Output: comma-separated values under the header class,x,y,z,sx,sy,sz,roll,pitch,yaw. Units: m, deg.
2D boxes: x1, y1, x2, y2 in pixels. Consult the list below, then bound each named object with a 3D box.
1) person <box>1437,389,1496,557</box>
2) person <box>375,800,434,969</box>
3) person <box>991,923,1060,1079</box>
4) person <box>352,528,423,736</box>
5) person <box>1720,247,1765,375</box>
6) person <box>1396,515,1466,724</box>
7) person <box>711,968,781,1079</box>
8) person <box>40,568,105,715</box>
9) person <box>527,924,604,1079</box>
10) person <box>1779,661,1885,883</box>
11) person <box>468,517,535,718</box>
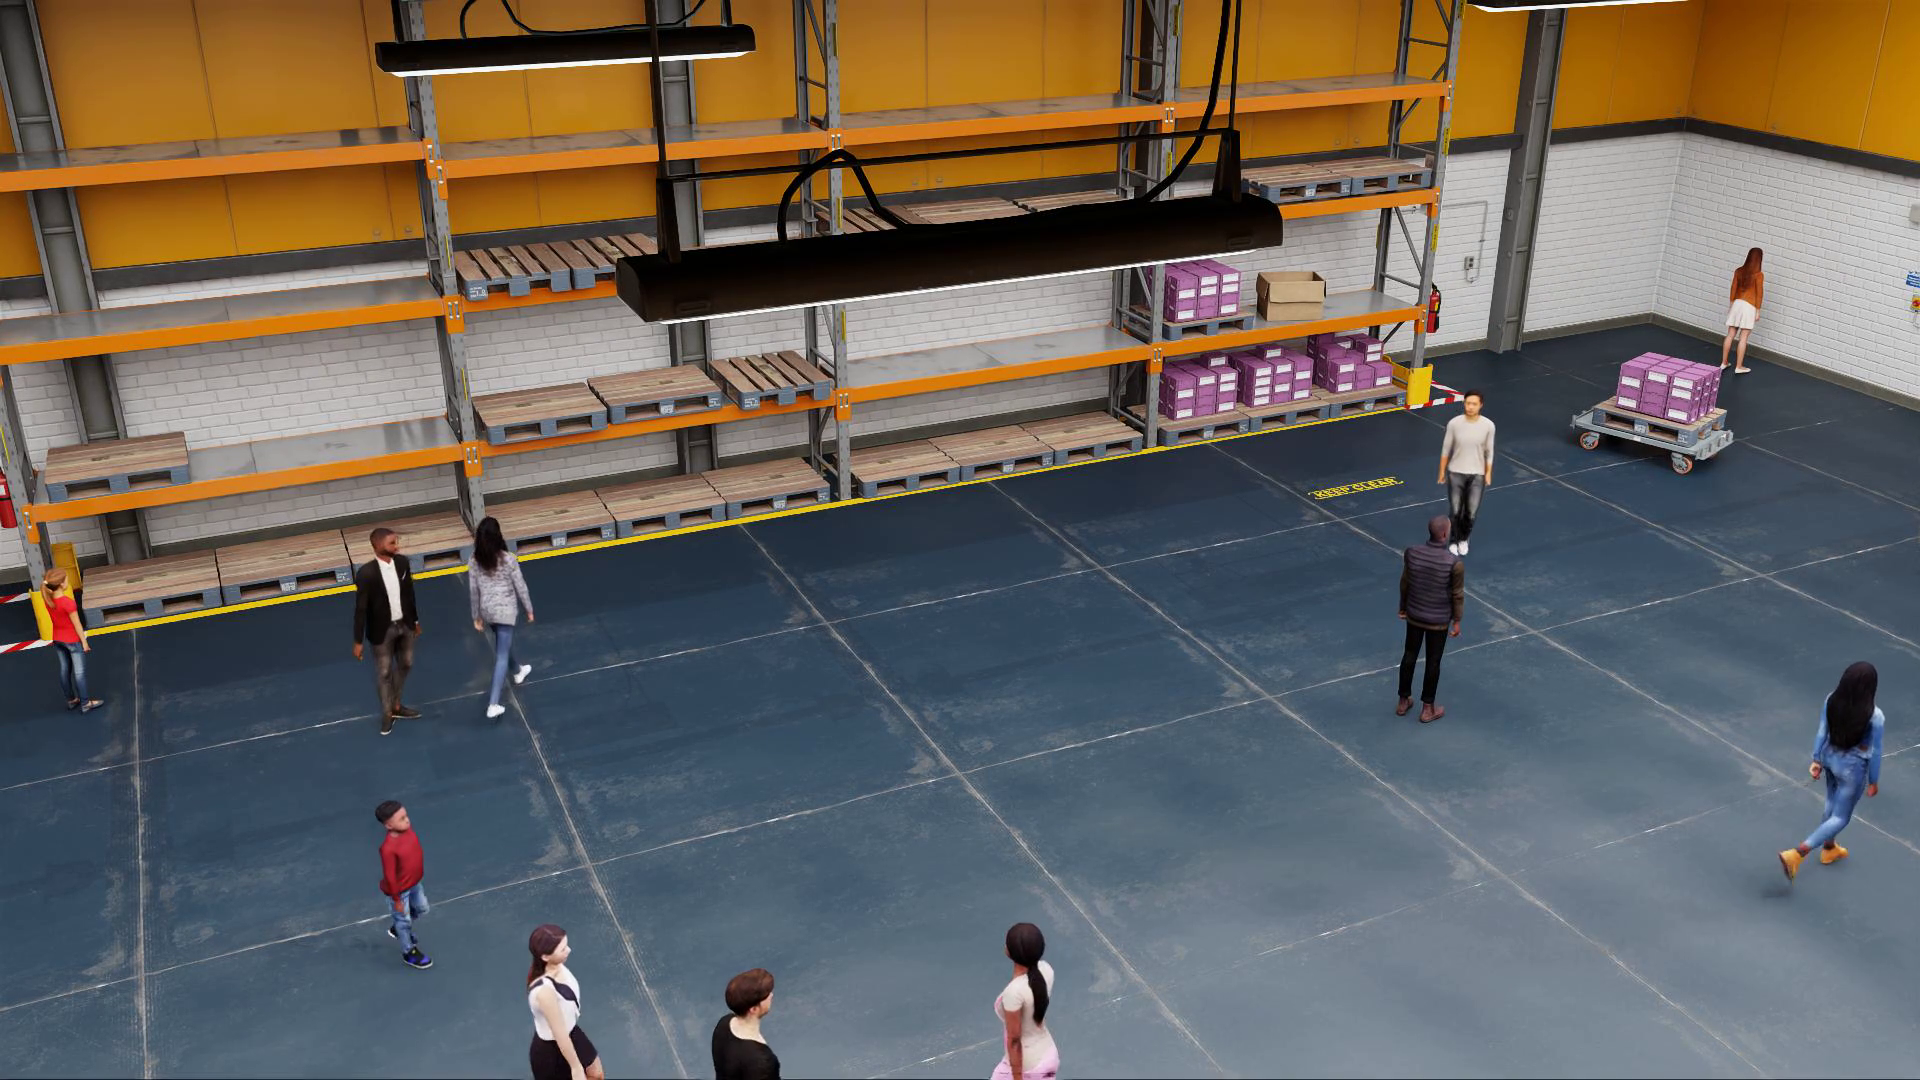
class,x,y,z,sx,sy,sz,roll,pitch,yaw
person,5.193,-0.707,17.058,0.774,1.799,0.838,8,25,17
person,-3.734,2.254,10.972,0.706,1.248,0.644,6,24,12
person,0.432,2.877,8.964,0.864,1.715,0.859,16,29,33
person,-4.733,0.726,13.788,0.727,1.793,0.925,-21,31,-40
person,10.716,-3.151,22.745,0.606,1.723,0.639,-15,28,-31
person,3.914,0.642,13.929,0.777,1.835,0.732,18,30,36
person,-1.123,3.020,8.420,0.665,1.889,0.734,-15,28,-30
person,-7.580,0.849,14.113,0.549,1.307,0.610,8,25,18
person,-2.307,2.834,9.167,0.748,1.632,0.674,-2,24,-4
person,6.190,1.671,11.763,1.065,1.683,0.599,-11,26,-23
person,-3.912,0.678,14.035,1.209,1.684,1.148,4,24,8
